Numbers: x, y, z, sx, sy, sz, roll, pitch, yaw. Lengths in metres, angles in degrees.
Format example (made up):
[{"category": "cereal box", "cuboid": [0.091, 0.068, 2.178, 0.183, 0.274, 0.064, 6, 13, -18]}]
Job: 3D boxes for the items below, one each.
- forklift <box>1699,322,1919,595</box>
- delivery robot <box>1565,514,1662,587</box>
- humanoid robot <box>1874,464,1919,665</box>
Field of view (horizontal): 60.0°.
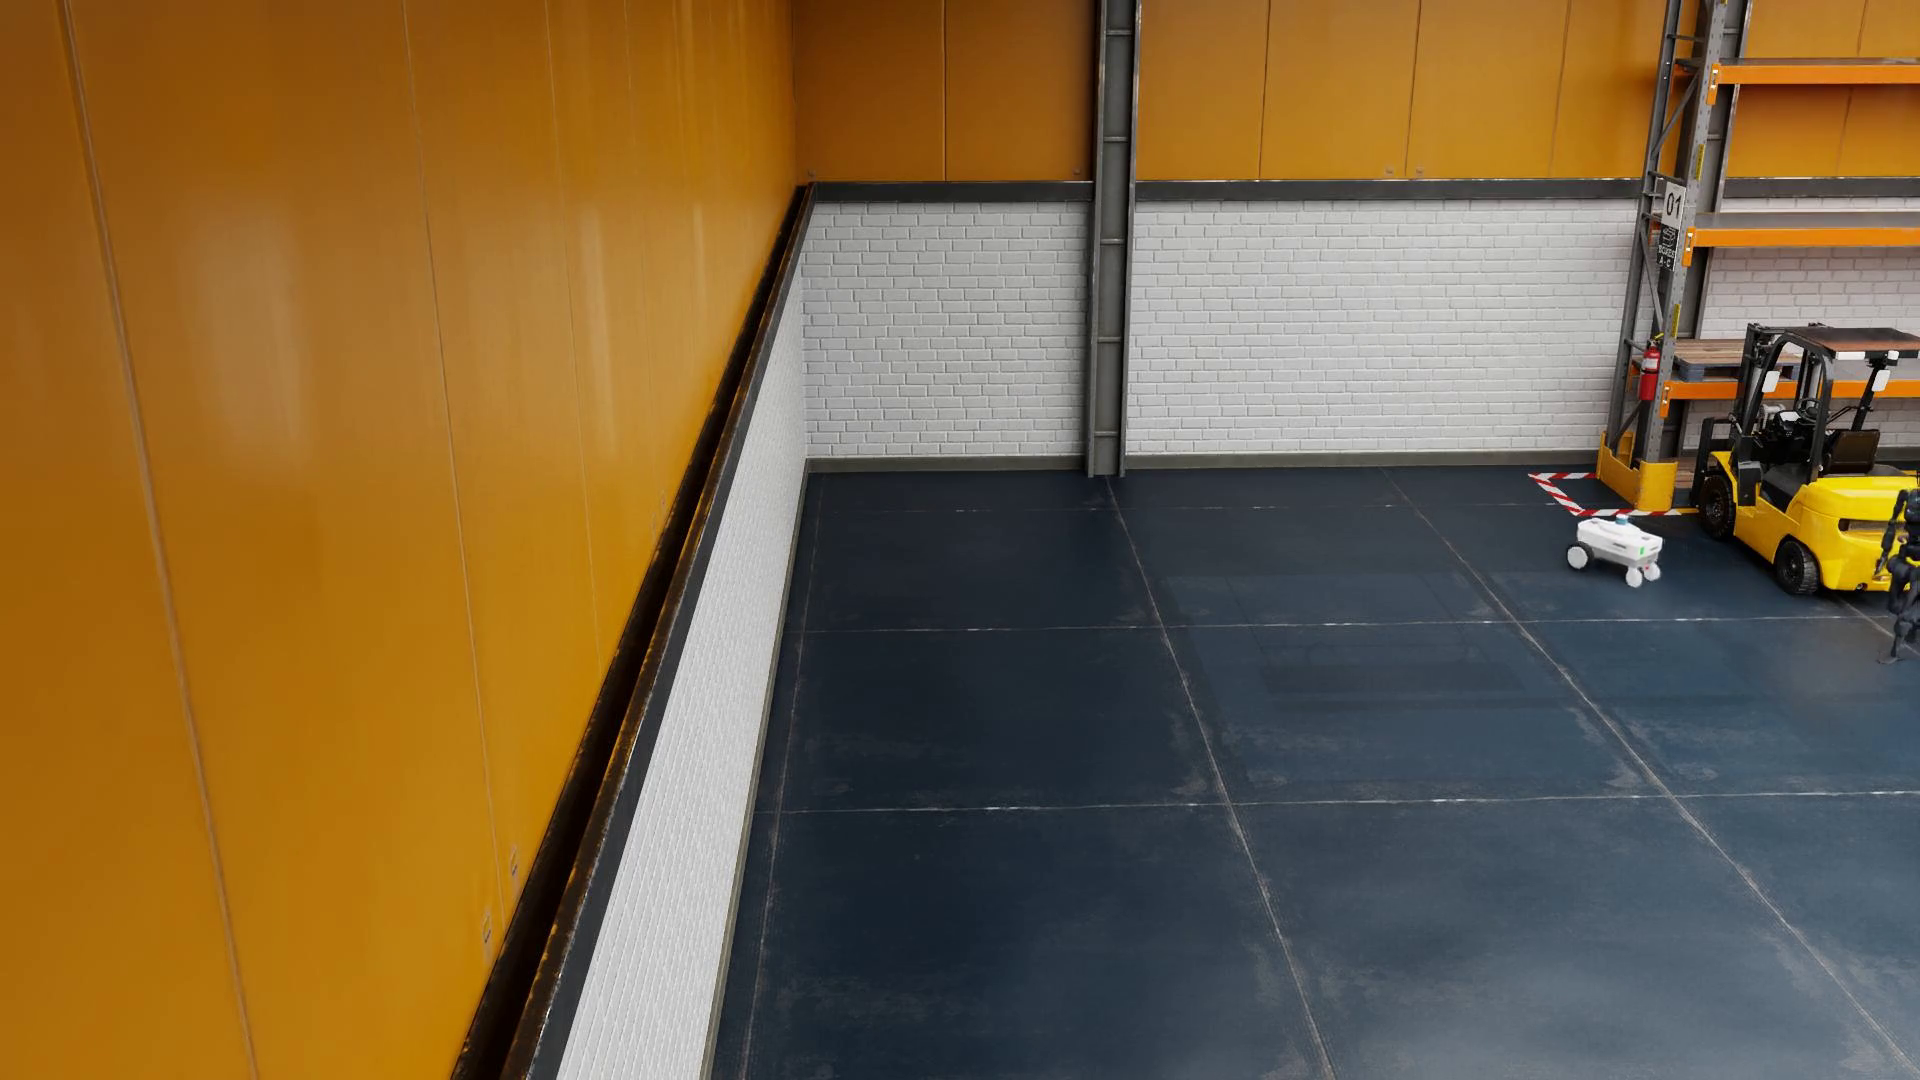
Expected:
[{"category": "forklift", "cuboid": [7.809, -0.792, 14.926, 1.214, 2.155, 2.313, -1, 20, -2]}, {"category": "delivery robot", "cuboid": [5.921, 0.059, 14.961, 0.499, 0.583, 0.758, -14, 24, -33]}, {"category": "humanoid robot", "cuboid": [7.588, 0.159, 13.108, 0.619, 1.641, 0.600, -8, 22, -20]}]
